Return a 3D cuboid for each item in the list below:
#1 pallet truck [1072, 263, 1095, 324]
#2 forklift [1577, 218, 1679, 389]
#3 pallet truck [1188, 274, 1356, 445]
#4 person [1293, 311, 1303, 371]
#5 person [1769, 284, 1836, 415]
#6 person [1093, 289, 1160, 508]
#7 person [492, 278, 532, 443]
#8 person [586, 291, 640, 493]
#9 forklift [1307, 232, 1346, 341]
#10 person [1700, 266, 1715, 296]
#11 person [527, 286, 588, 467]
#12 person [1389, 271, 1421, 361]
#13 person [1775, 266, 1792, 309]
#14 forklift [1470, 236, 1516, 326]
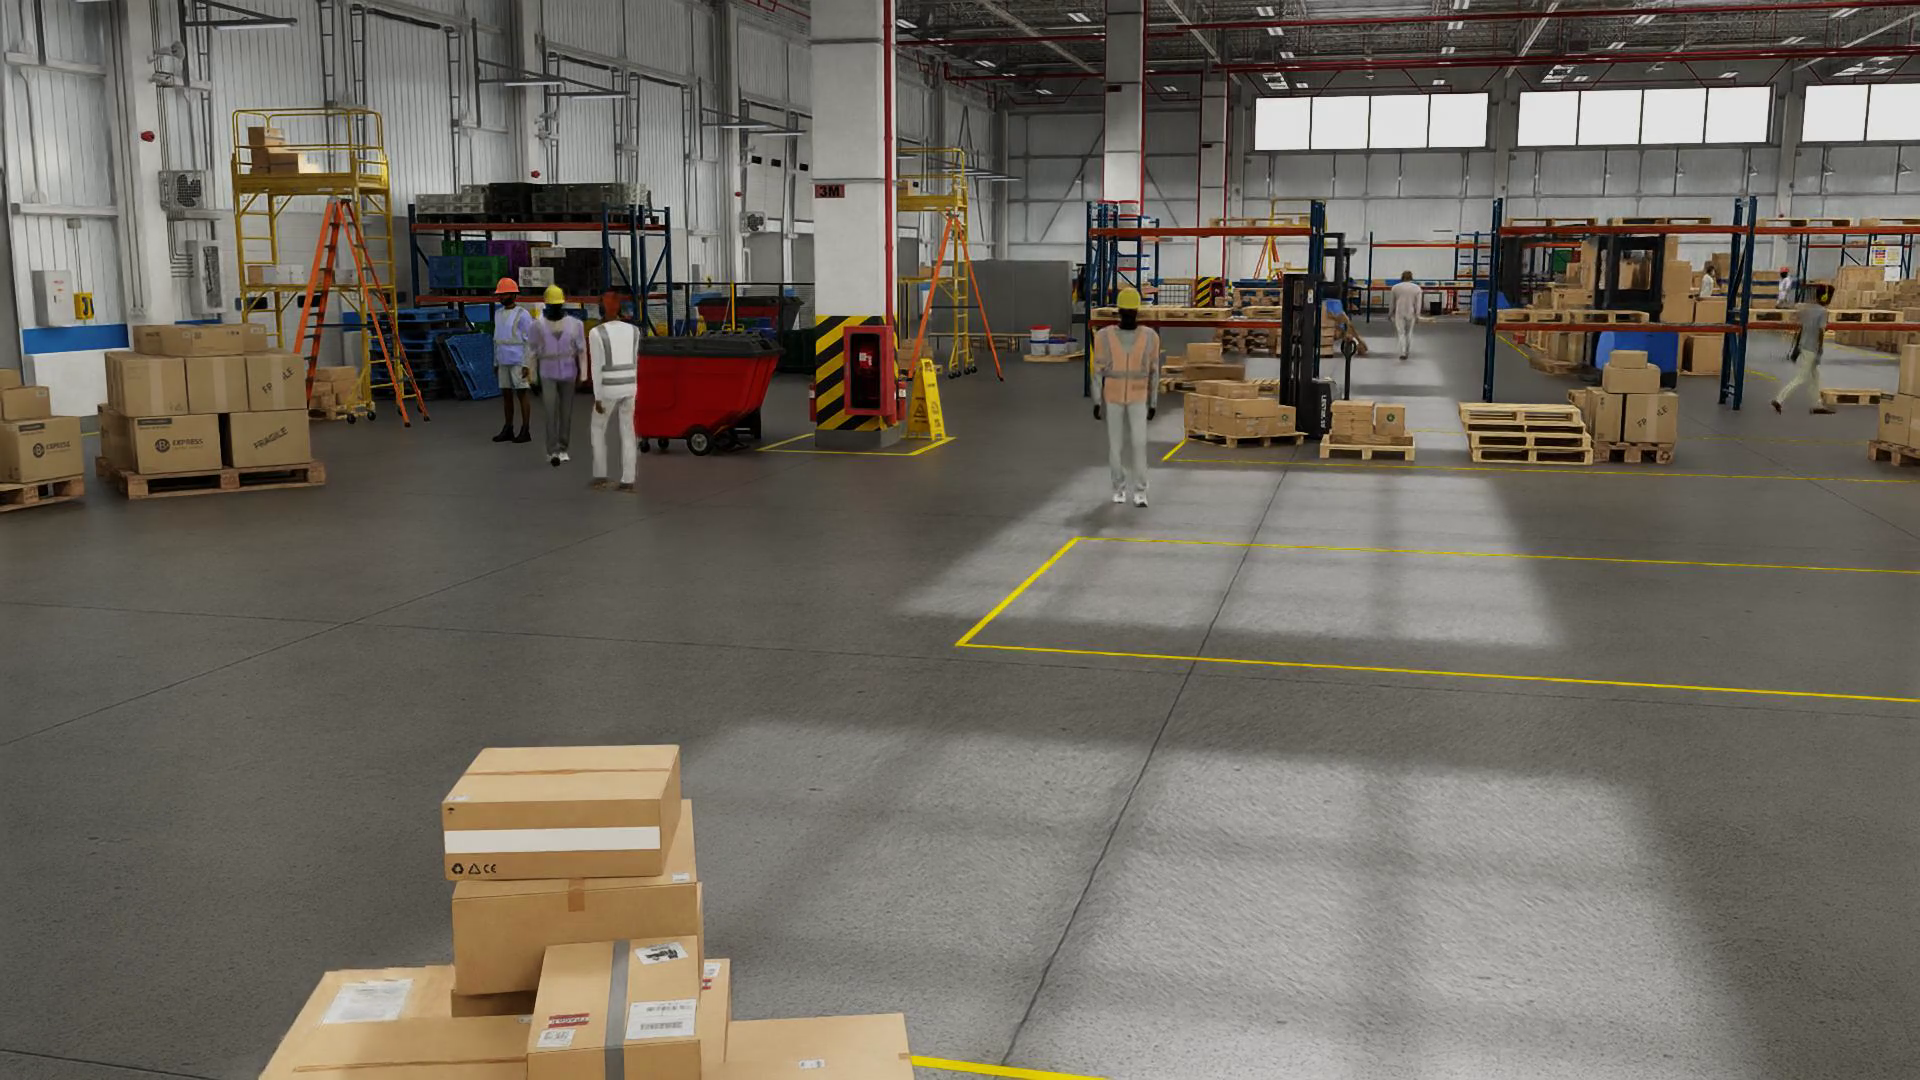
[{"bbox_3d":[4.325,-8.180,55.162,0.823,1.965,1.885,6,11,31],"label":"pallet truck"},{"bbox_3d":[11.264,-3.982,27.851,1.129,2.768,1.873,1,10,5],"label":"forklift"},{"bbox_3d":[3.653,-2.138,19.590,1.885,1.965,0.823,-4,10,-20],"label":"pallet truck"},{"bbox_3d":[6.622,-4.101,31.926,0.321,1.736,0.488,6,11,32],"label":"person"},{"bbox_3d":[11.690,-2.622,23.003,0.919,1.818,0.592,1,10,3],"label":"person"},{"bbox_3d":[1.449,-1.227,14.495,0.588,1.894,0.892,1,10,4],"label":"person"},{"bbox_3d":[-5.290,-2.109,19.593,0.542,1.938,0.357,5,11,27],"label":"person"},{"bbox_3d":[-3.255,-1.374,15.483,0.582,1.857,0.723,-9,13,-42],"label":"person"},{"bbox_3d":[9.557,-6.653,43.579,1.129,2.768,1.873,5,11,29],"label":"forklift"},{"bbox_3d":[22.814,-7.402,50.811,0.364,1.930,0.630,5,11,29],"label":"person"},{"bbox_3d":[-4.225,-1.722,17.507,0.593,1.873,0.978,-4,10,-20],"label":"person"},{"bbox_3d":[9.486,-4.795,35.535,0.632,1.887,1.005,1,10,5],"label":"person"},{"bbox_3d":[25.890,-7.626,52.185,0.859,1.909,0.544,-2,10,-10],"label":"person"},{"bbox_3d":[17.136,-8.126,52.249,1.873,2.768,1.129,1,10,7],"label":"forklift"}]
